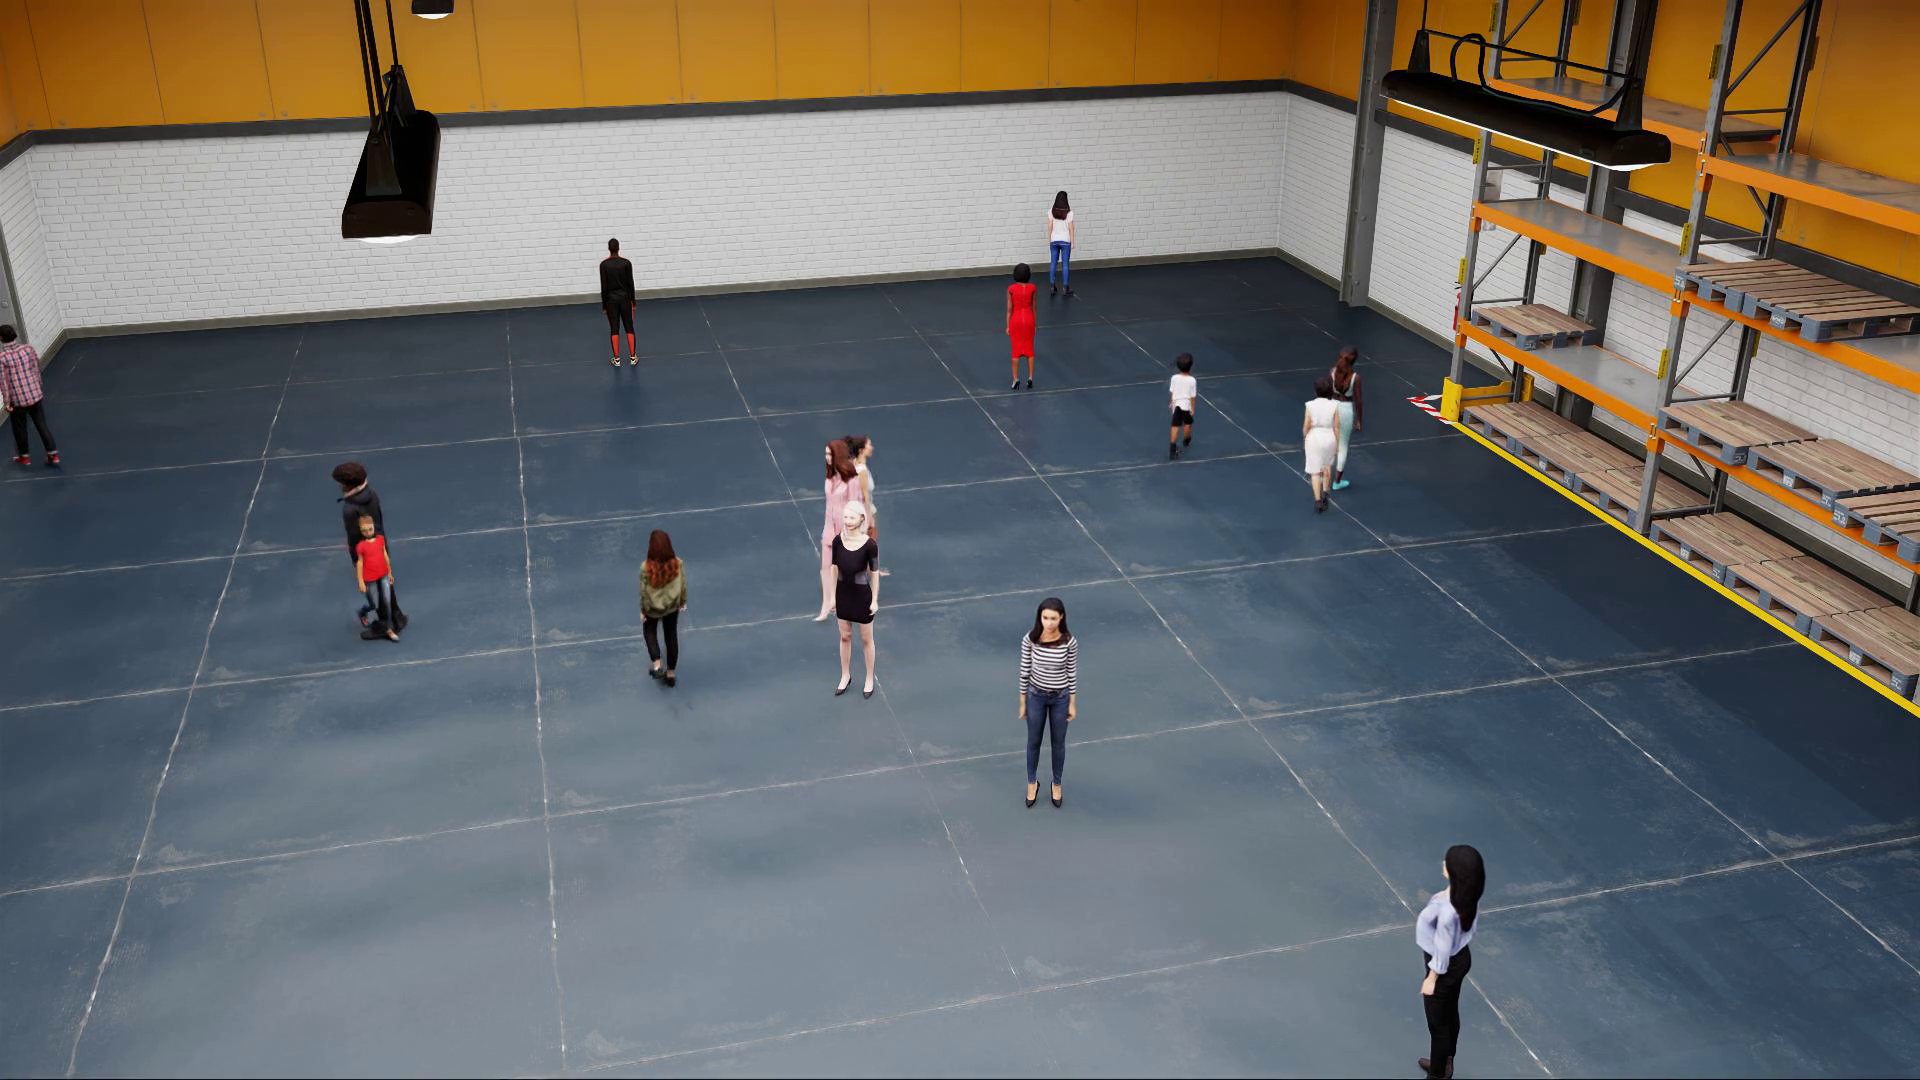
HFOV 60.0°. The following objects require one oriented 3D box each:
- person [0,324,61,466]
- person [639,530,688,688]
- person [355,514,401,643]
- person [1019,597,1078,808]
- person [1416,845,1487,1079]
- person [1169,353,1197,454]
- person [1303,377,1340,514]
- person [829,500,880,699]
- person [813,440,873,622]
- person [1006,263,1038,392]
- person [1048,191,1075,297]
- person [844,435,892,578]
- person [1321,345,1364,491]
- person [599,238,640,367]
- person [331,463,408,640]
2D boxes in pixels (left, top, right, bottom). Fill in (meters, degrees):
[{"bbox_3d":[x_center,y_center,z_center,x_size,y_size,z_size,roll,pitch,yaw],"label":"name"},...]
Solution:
[{"bbox_3d":[-11.099,-1.723,19.776,1.022,1.763,0.950,16,28,32],"label":"person"},{"bbox_3d":[-2.627,0.630,14.764,0.648,1.465,0.640,-10,25,-21],"label":"person"},{"bbox_3d":[-5.545,0.335,15.652,0.800,1.294,0.713,15,28,31],"label":"person"},{"bbox_3d":[0.685,1.261,12.908,0.639,1.796,0.588,1,24,3],"label":"person"},{"bbox_3d":[2.919,2.576,9.965,0.773,1.744,0.727,15,28,30],"label":"person"},{"bbox_3d":[2.688,-1.636,20.231,0.801,1.238,0.928,9,25,20],"label":"person"},{"bbox_3d":[4.007,-1.020,18.460,0.662,1.529,0.739,2,24,5],"label":"person"},{"bbox_3d":[-0.921,0.516,14.572,0.659,1.830,0.655,6,24,13],"label":"person"},{"bbox_3d":[-1.060,-0.107,16.086,1.125,1.756,1.113,15,28,31],"label":"person"},{"bbox_3d":[0.837,-2.882,22.453,0.588,1.743,0.527,-3,24,-8],"label":"person"},{"bbox_3d":[1.627,-4.796,26.902,0.681,1.684,0.728,11,26,24],"label":"person"},{"bbox_3d":[-1.055,-0.278,16.696,0.701,1.583,0.870,-4,24,-9],"label":"person"},{"bbox_3d":[4.341,-1.393,19.071,0.710,1.723,0.785,16,28,33],"label":"person"},{"bbox_3d":[-4.826,-3.369,23.486,0.625,1.807,0.519,-7,25,-15],"label":"person"},{"bbox_3d":[-5.527,0.094,15.623,0.886,1.759,0.748,8,25,18],"label":"person"}]
